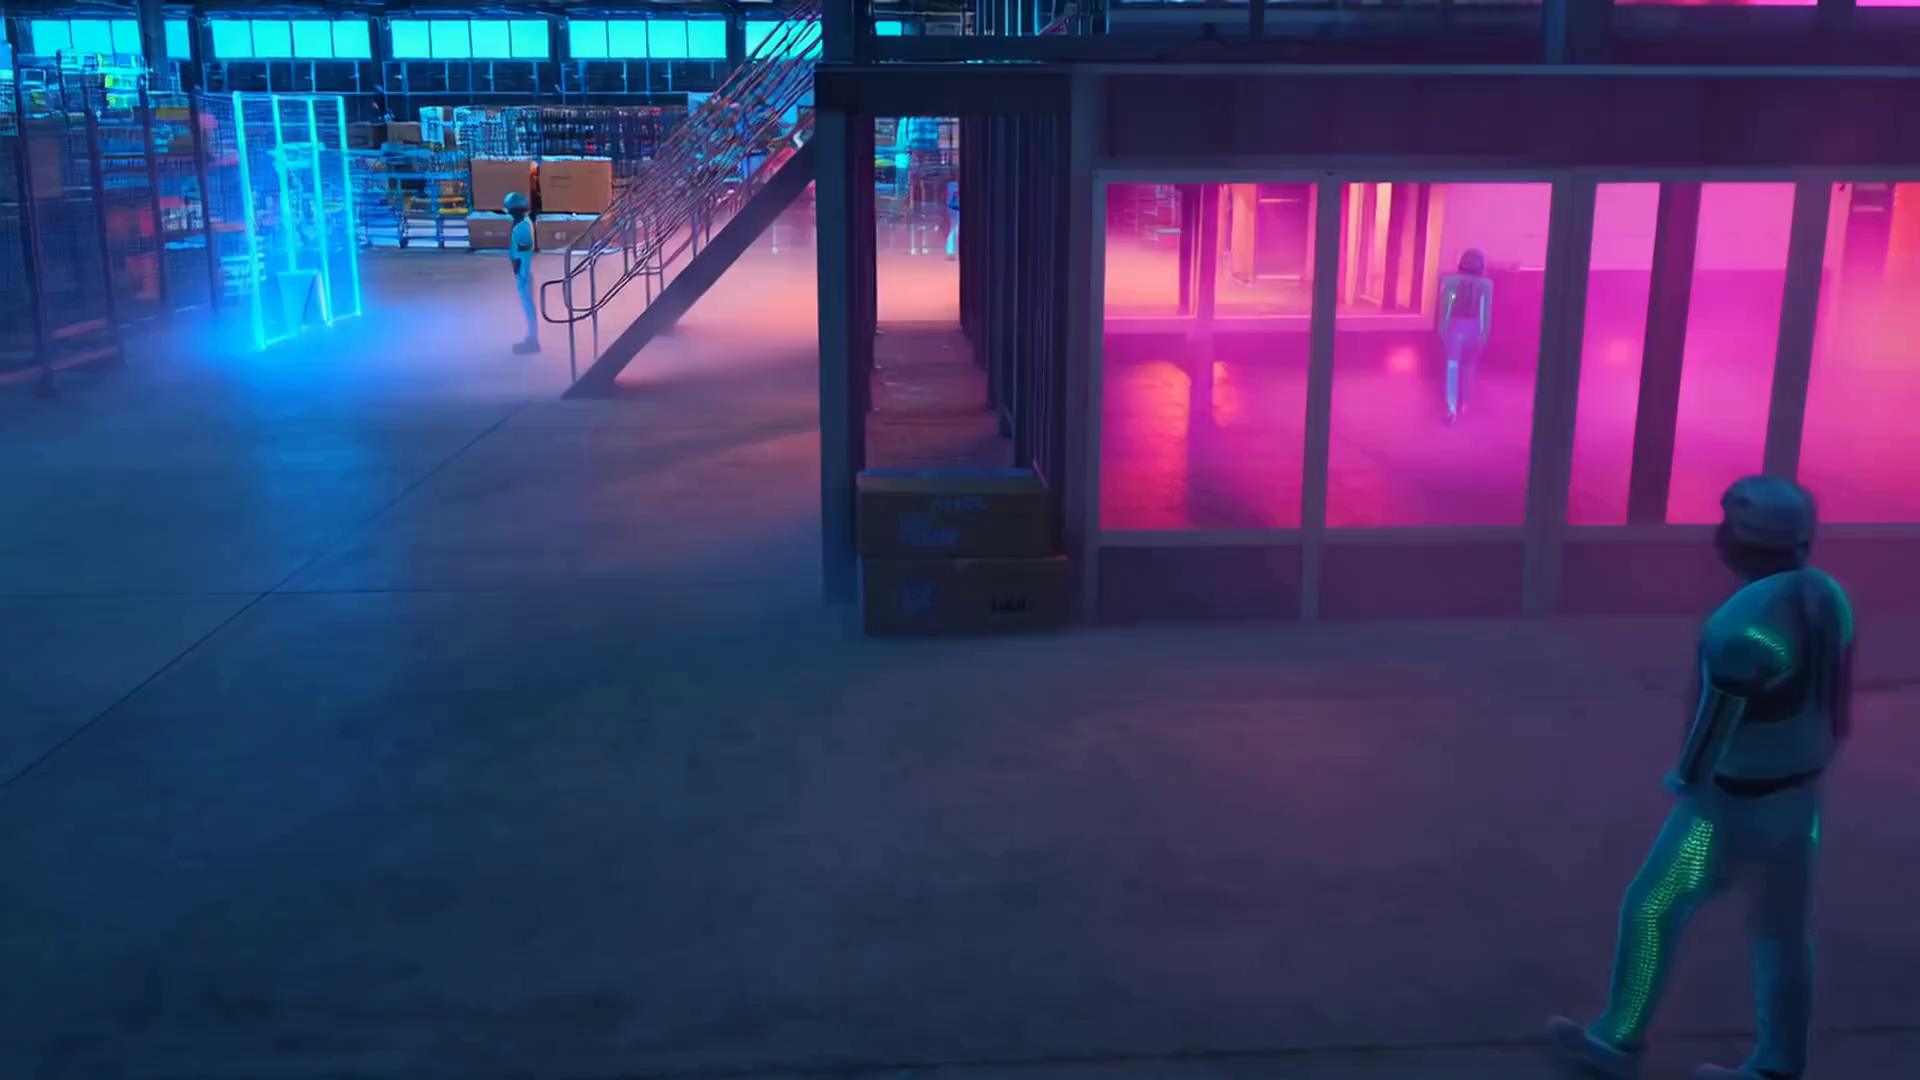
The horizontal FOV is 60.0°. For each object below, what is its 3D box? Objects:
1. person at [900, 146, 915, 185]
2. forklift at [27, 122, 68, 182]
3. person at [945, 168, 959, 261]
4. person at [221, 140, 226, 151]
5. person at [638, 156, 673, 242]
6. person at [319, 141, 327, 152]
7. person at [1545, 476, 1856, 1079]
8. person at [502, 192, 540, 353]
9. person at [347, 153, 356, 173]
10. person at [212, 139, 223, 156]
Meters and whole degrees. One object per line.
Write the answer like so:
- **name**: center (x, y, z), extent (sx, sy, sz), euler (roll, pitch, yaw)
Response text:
- **person**: center (-2.386, -16.971, 75.419), extent (0.510, 1.780, 0.637), euler (-11, 18, -38)
- **forklift**: center (-35.376, -14.773, 64.377), extent (1.129, 2.768, 1.873), euler (-1, 14, -2)
- **person**: center (0.026, -6.602, 33.779), extent (0.749, 1.856, 0.588), euler (-1, 14, -2)
- **person**: center (-38.562, -19.923, 86.897), extent (0.551, 1.922, 0.633), euler (8, 16, 29)
- **person**: center (-7.227, -8.034, 39.212), extent (0.859, 2.017, 0.618), euler (9, 17, 32)
- **person**: center (-35.880, -21.548, 93.608), extent (0.644, 1.832, 0.431), euler (4, 15, 17)
- **person**: center (2.084, 0.703, 4.674), extent (0.661, 1.815, 0.803), euler (-13, 19, -41)
- **person**: center (-5.325, -3.244, 20.232), extent (0.374, 1.928, 0.542), euler (-3, 14, -11)
- **person**: center (-21.484, -12.846, 58.980), extent (0.809, 1.737, 0.522), euler (-9, 17, -32)
- **person**: center (-38.299, -19.690, 85.823), extent (0.391, 1.995, 0.613), euler (8, 16, 30)
